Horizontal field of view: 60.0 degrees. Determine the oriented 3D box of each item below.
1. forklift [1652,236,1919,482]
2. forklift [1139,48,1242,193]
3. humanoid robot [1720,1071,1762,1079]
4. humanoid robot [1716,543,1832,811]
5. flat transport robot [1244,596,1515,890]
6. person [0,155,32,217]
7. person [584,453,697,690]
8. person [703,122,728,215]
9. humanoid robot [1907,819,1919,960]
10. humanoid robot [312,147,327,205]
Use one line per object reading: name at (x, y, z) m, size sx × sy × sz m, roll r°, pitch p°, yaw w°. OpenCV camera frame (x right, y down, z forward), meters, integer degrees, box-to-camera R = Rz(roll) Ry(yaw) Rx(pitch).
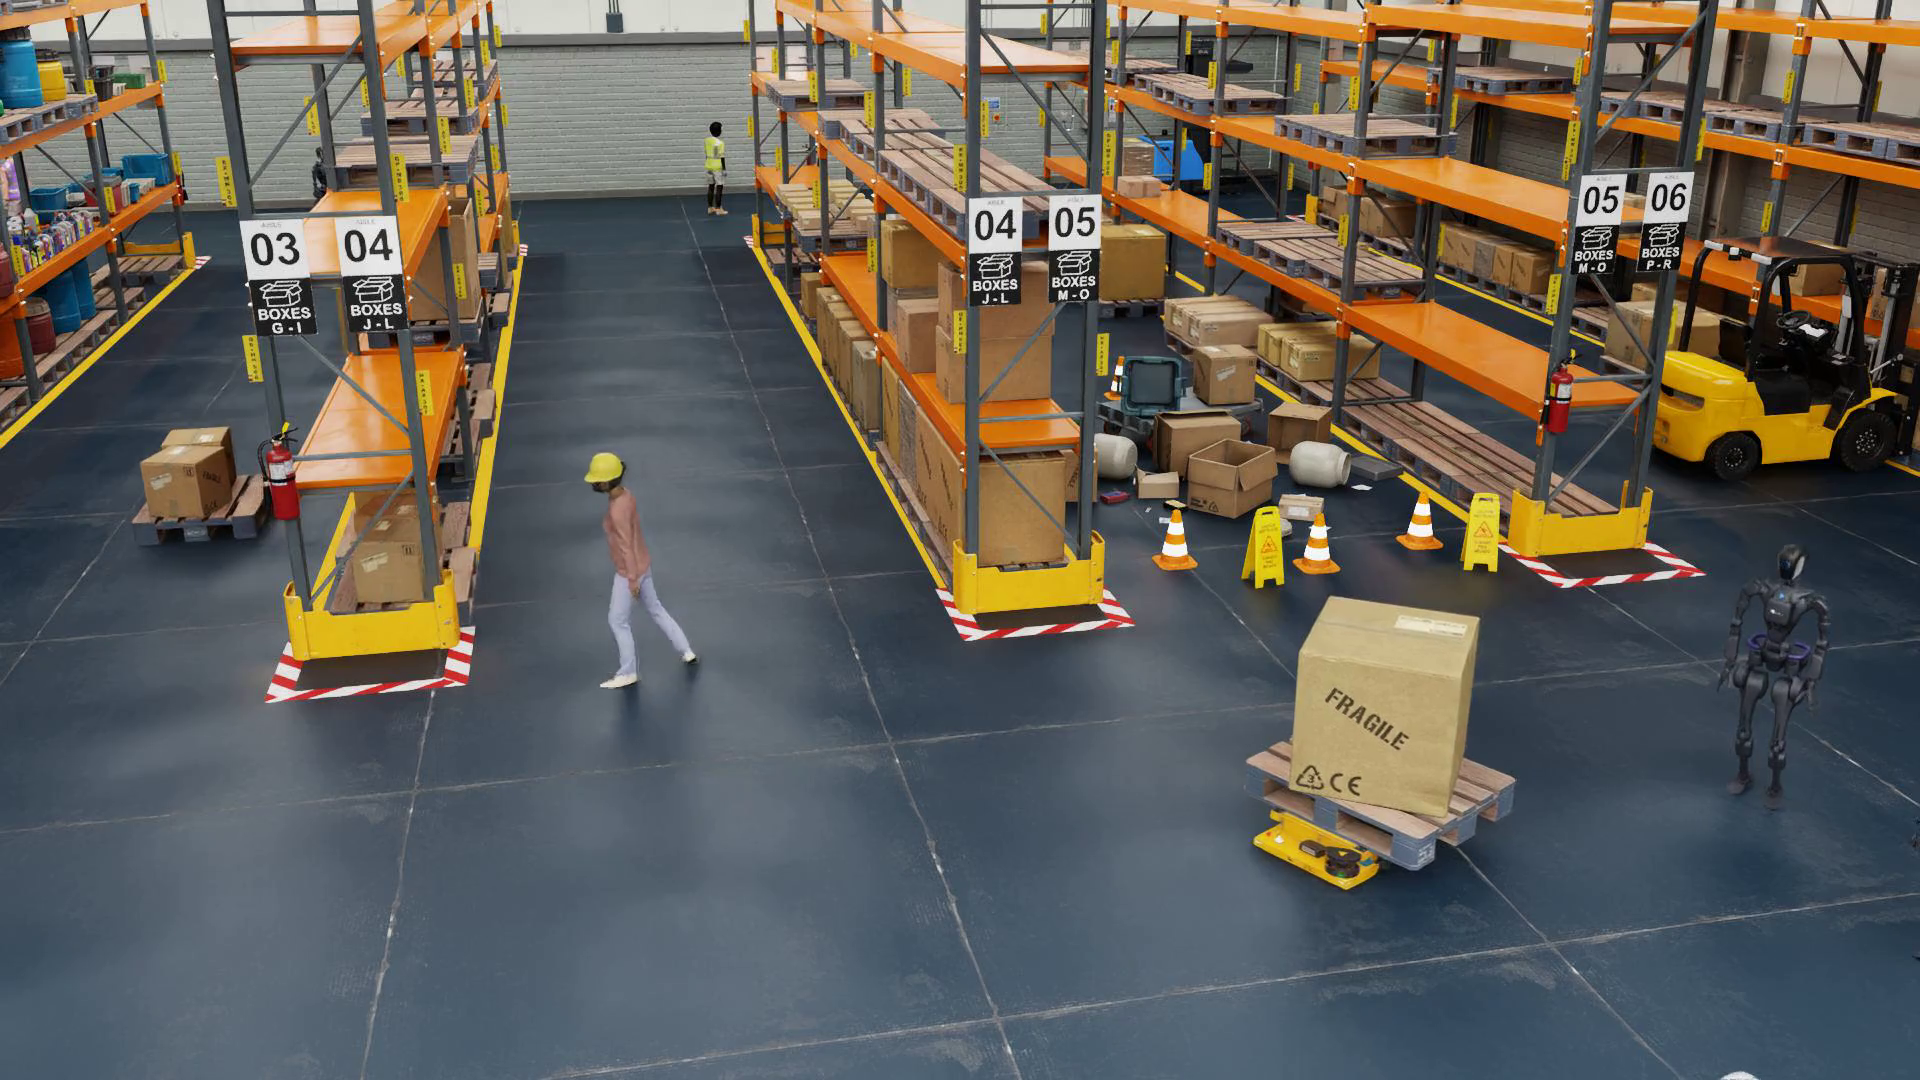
forklift at (8.013, -1.814, 16.330) m, size 2.313 × 2.155 × 1.214 m, roll -4°, pitch 21°, yaw -12°
forklift at (4.566, -8.313, 32.860) m, size 1.873 × 2.768 × 1.129 m, roll -4°, pitch 21°, yaw -12°
humanoid robot at (2.637, 2.563, 5.191) m, size 0.875 × 1.772 × 0.583 m, roll 19°, pitch 27°, yaw 41°
humanoid robot at (4.886, 0.801, 10.010) m, size 0.590 × 1.653 × 0.347 m, roll 18°, pitch 27°, yaw 40°
flat transport robot at (2.459, 1.627, 9.821) m, size 1.431 × 0.231 × 0.659 m, roll -17°, pitch 26°, yaw -39°
person at (-15.366, -5.566, 27.154) m, size 0.345 × 1.688 × 0.490 m, roll 10°, pitch 23°, yaw 26°
person at (-2.214, 0.185, 11.618) m, size 0.679 × 1.728 × 0.593 m, roll -1°, pitch 20°, yaw -3°
person at (-4.473, -6.803, 30.485) m, size 0.539 × 1.685 × 0.324 m, roll 18°, pitch 27°, yaw 39°
humanoid robot at (5.159, 1.387, 8.450) m, size 0.584 × 1.635 × 0.374 m, roll -9°, pitch 22°, yaw -22°
humanoid robot at (-10.372, -5.626, 27.350) m, size 0.656 × 1.635 × 0.589 m, roll 7°, pitch 21°, yaw 17°
